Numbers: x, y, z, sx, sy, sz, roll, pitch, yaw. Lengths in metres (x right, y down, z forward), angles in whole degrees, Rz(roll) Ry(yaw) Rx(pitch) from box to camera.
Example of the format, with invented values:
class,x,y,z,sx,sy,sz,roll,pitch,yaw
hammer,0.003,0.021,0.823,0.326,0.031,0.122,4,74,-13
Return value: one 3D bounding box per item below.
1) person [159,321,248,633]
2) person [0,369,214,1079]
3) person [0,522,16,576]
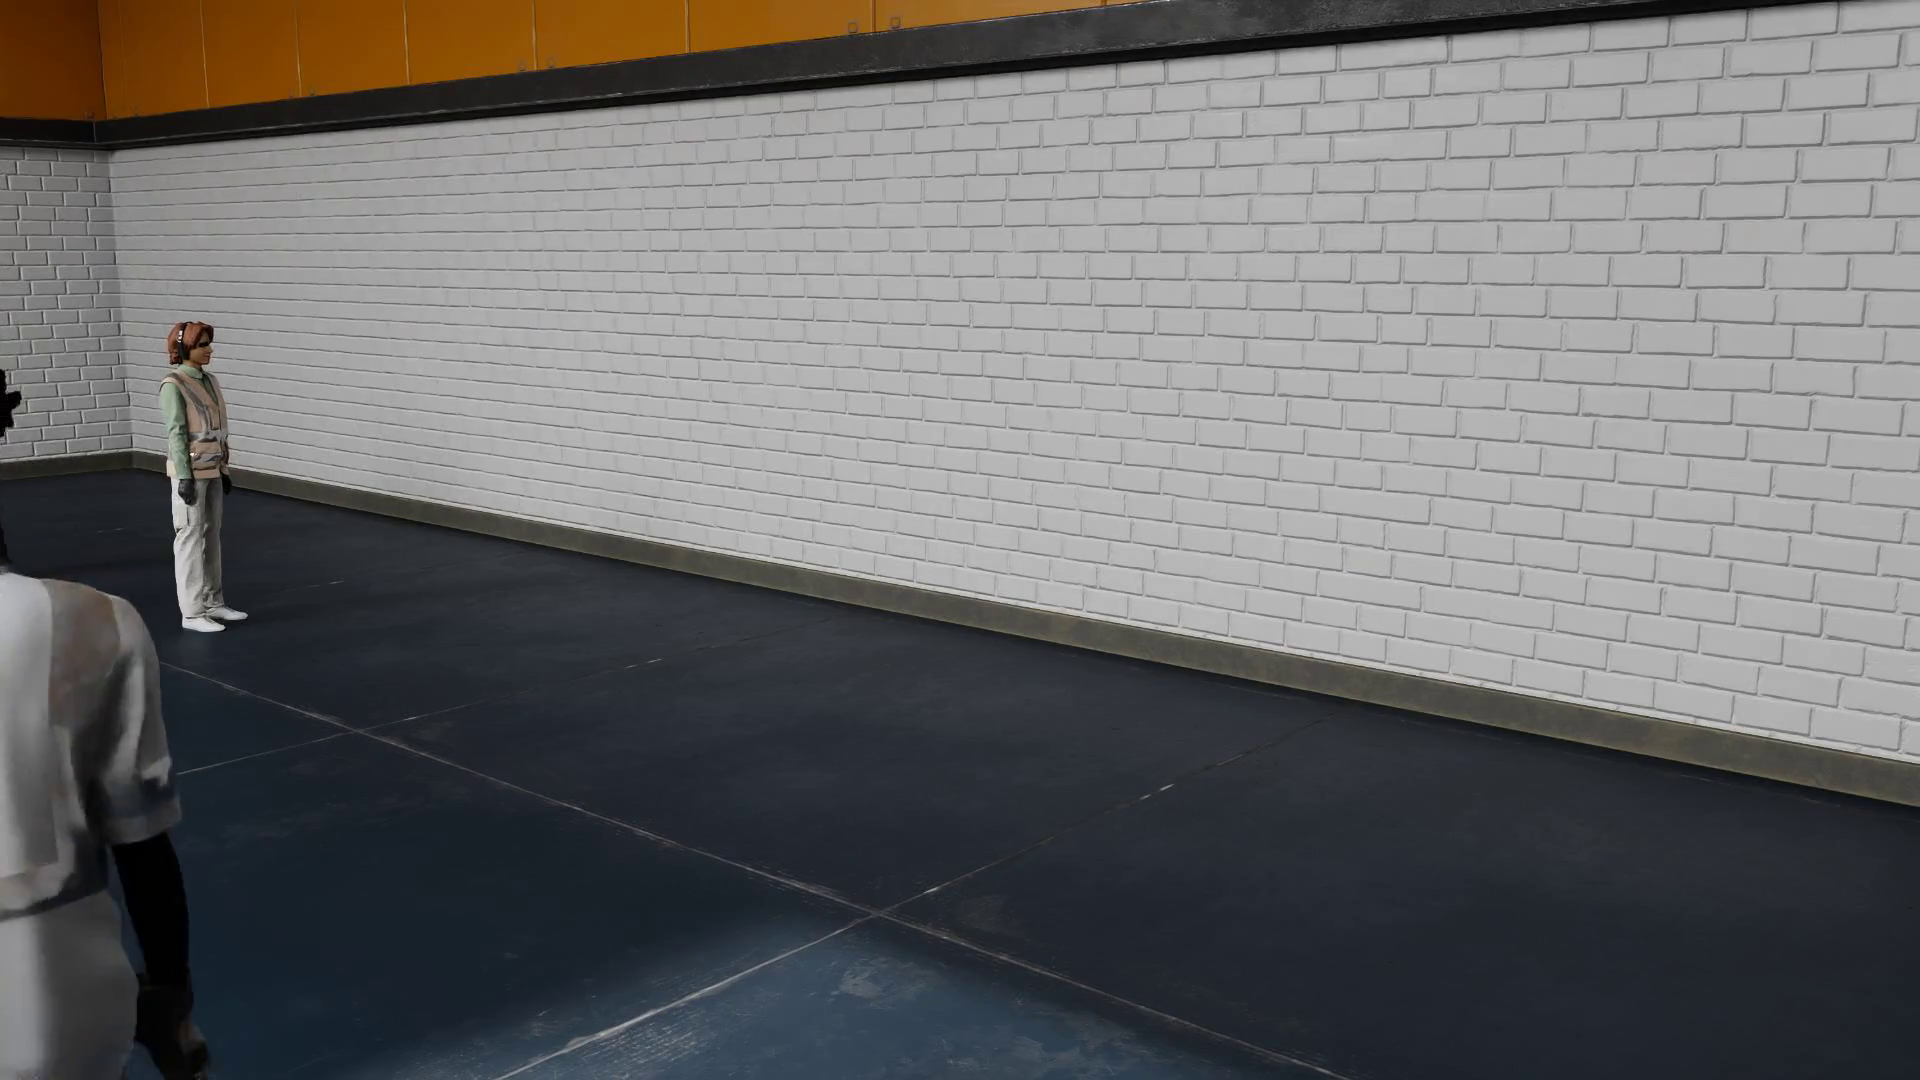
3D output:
class,x,y,z,sx,sy,sz,roll,pitch,yaw
person,-4.042,-0.336,8.837,0.309,1.641,0.514,0,10,-1
person,-1.388,0.682,2.299,0.640,1.907,0.807,-10,14,-44
person,-6.230,-0.685,9.972,1.028,1.940,0.611,2,10,10
